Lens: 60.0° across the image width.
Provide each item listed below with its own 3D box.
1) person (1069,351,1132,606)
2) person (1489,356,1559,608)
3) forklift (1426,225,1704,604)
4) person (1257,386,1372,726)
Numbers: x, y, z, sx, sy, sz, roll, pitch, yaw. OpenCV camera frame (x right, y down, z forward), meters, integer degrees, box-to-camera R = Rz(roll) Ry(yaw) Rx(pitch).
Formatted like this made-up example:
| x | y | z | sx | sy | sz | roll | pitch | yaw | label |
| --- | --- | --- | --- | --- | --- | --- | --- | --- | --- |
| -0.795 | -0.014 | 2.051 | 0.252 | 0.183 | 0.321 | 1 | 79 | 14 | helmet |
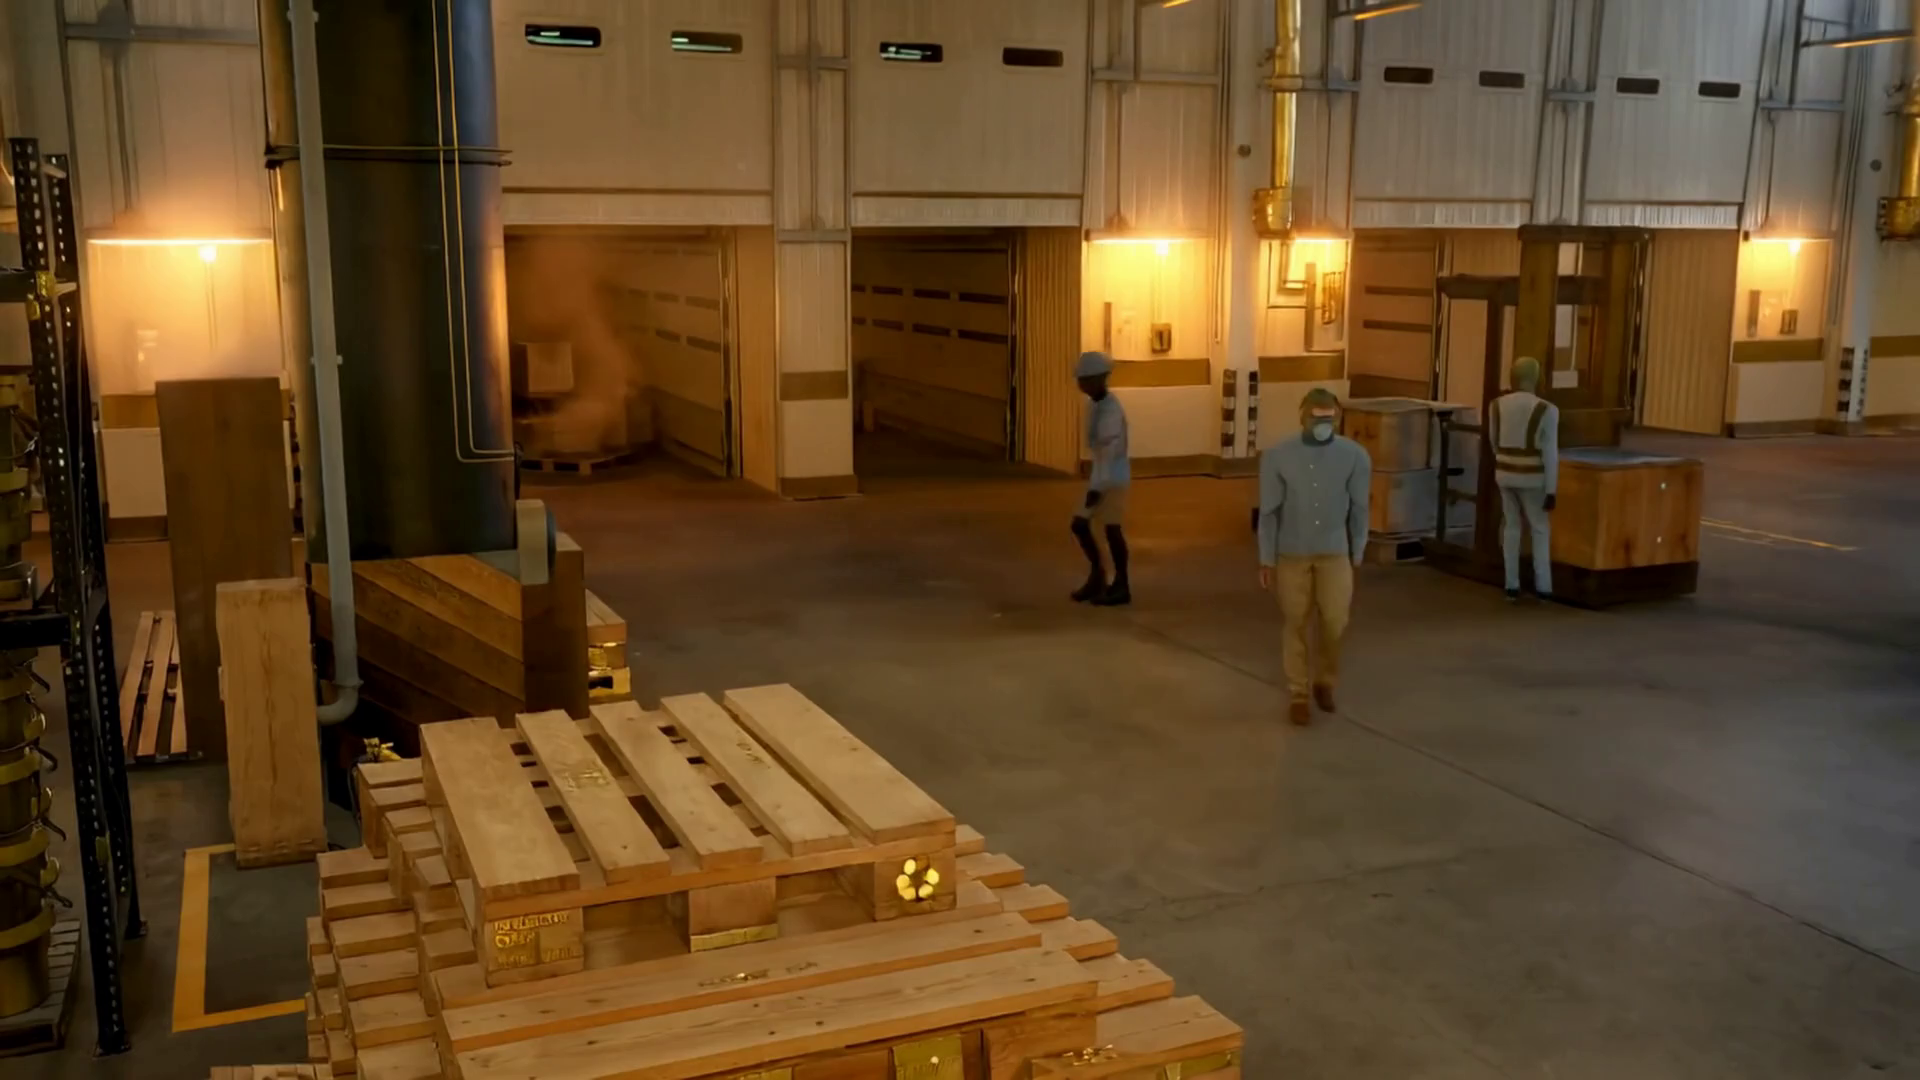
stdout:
| x | y | z | sx | sy | sz | roll | pitch | yaw | label |
| --- | --- | --- | --- | --- | --- | --- | --- | --- | --- |
| 1.035 | -0.443 | 12.322 | 0.572 | 1.907 | 0.548 | -3 | 11 | -16 | person |
| 4.225 | -0.437 | 12.394 | 0.498 | 1.864 | 0.611 | -8 | 13 | -38 | person |
| 4.755 | -1.046 | 12.953 | 1.129 | 2.768 | 1.873 | -4 | 11 | -23 | forklift |
| 1.965 | 0.098 | 9.293 | 0.624 | 1.920 | 0.436 | 1 | 10 | 7 | person |
